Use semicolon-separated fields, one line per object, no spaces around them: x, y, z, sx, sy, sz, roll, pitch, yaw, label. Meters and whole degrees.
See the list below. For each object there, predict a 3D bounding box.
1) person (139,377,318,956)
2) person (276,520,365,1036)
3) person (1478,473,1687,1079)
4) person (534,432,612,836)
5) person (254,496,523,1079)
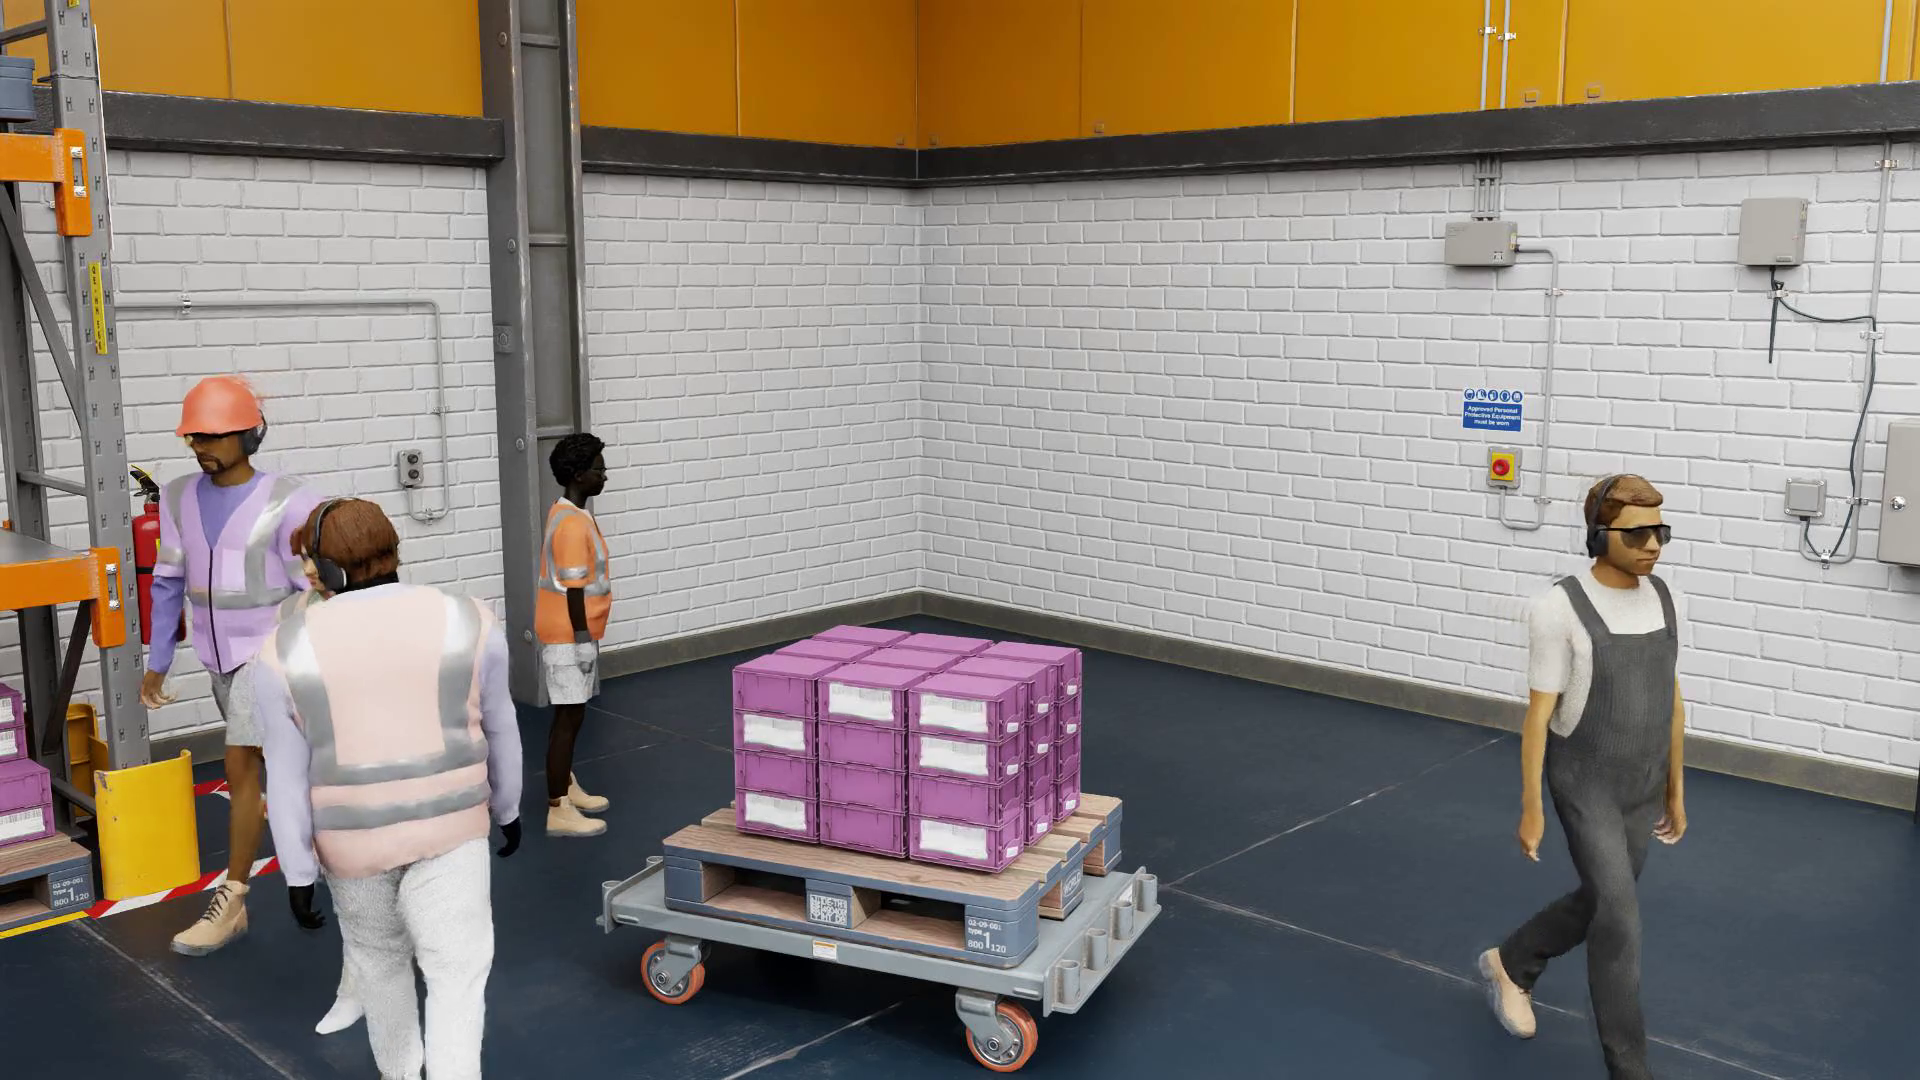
-2.572;0.391;6.092;0.603;1.997;1.047;3;10;19;person
-1.917;0.699;5.341;0.527;1.615;0.617;4;10;21;person
1.803;0.695;4.758;0.523;1.815;0.881;-4;10;-23;person
-1.623;0.390;7.004;0.323;1.688;0.537;-2;9;-11;person
-1.443;0.780;4.305;0.642;1.801;0.940;-3;10;-18;person
